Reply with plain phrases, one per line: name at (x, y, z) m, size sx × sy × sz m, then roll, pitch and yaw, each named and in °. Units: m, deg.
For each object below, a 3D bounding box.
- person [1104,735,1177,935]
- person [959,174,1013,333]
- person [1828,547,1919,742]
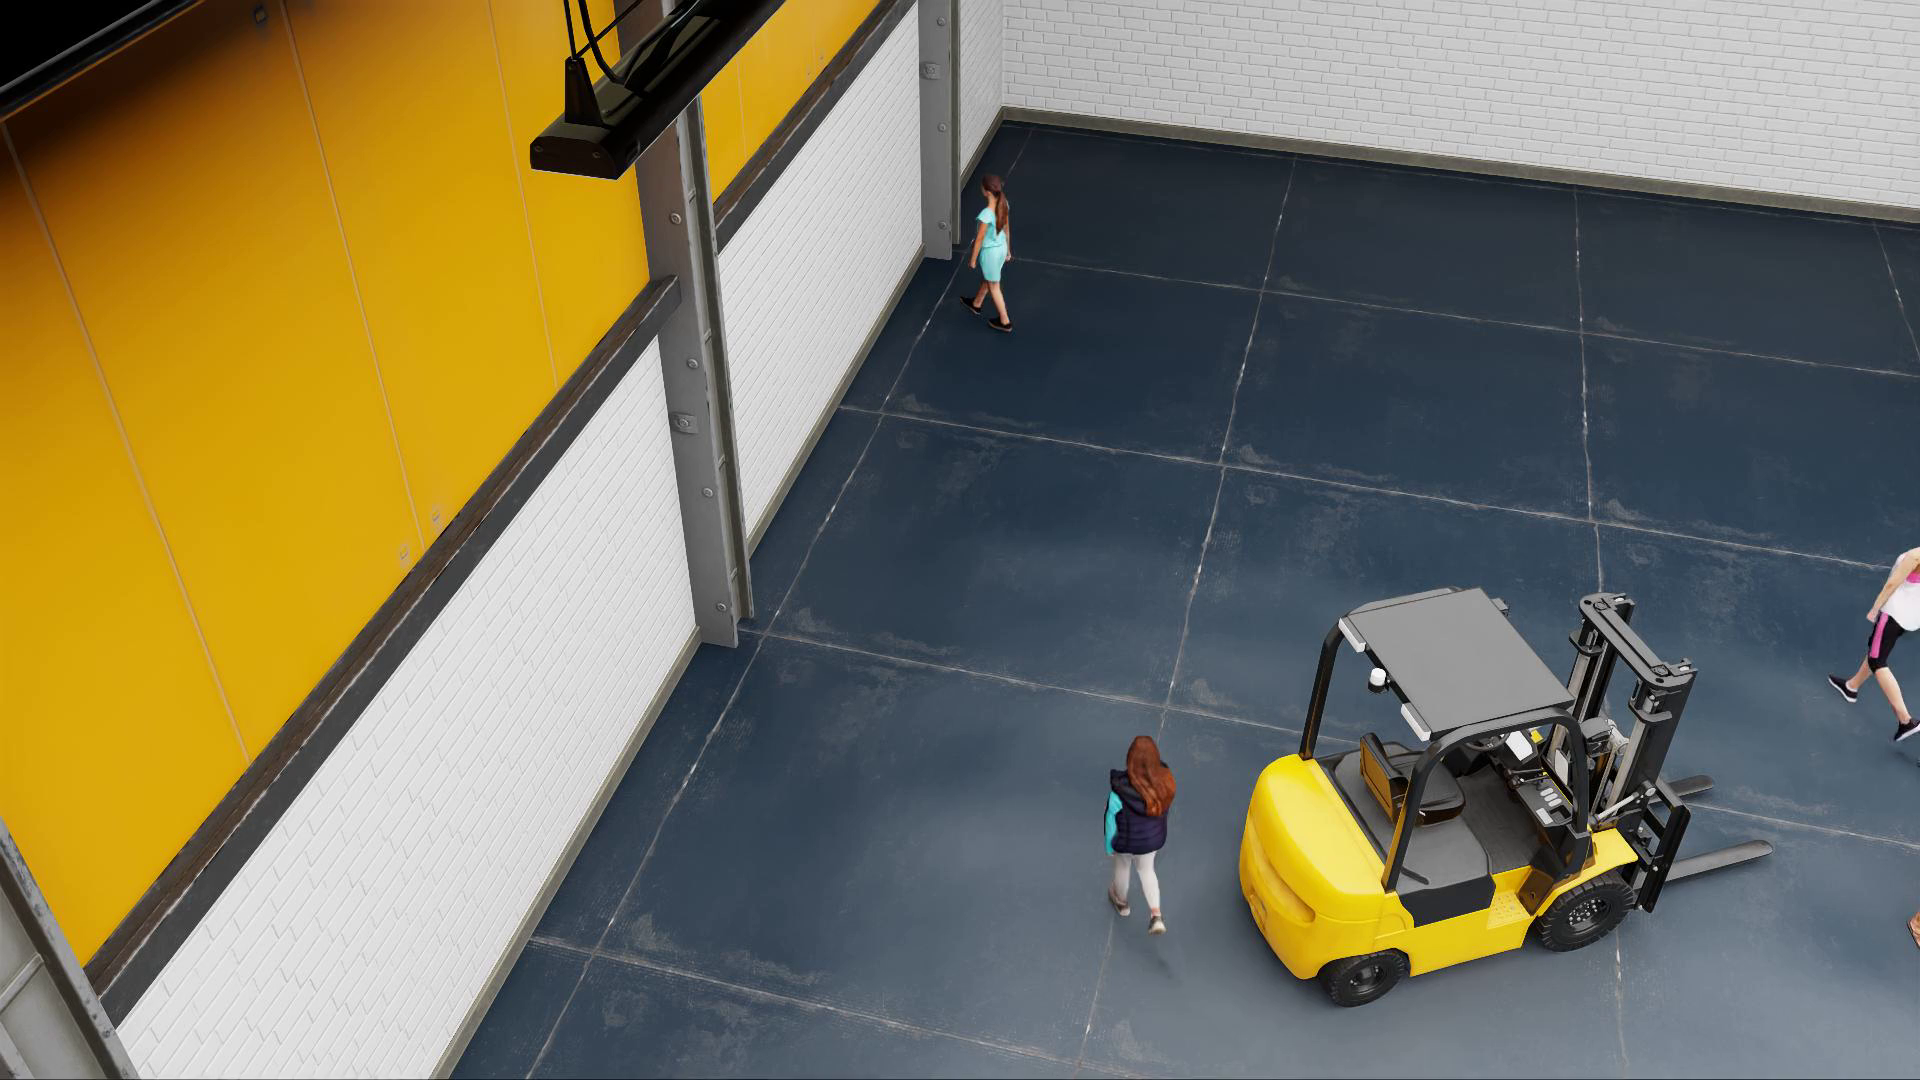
person at (1.075, 1.785, 9.796) m, size 0.813 × 1.485 × 0.912 m, roll -14°, pitch 41°, yaw -17°
person at (0.341, -2.612, 15.261) m, size 0.837 × 1.536 × 0.919 m, roll 27°, pitch 46°, yaw 29°
person at (6.345, 0.566, 11.096) m, size 0.973 × 1.768 × 1.138 m, roll -11°, pitch 40°, yaw -14°
